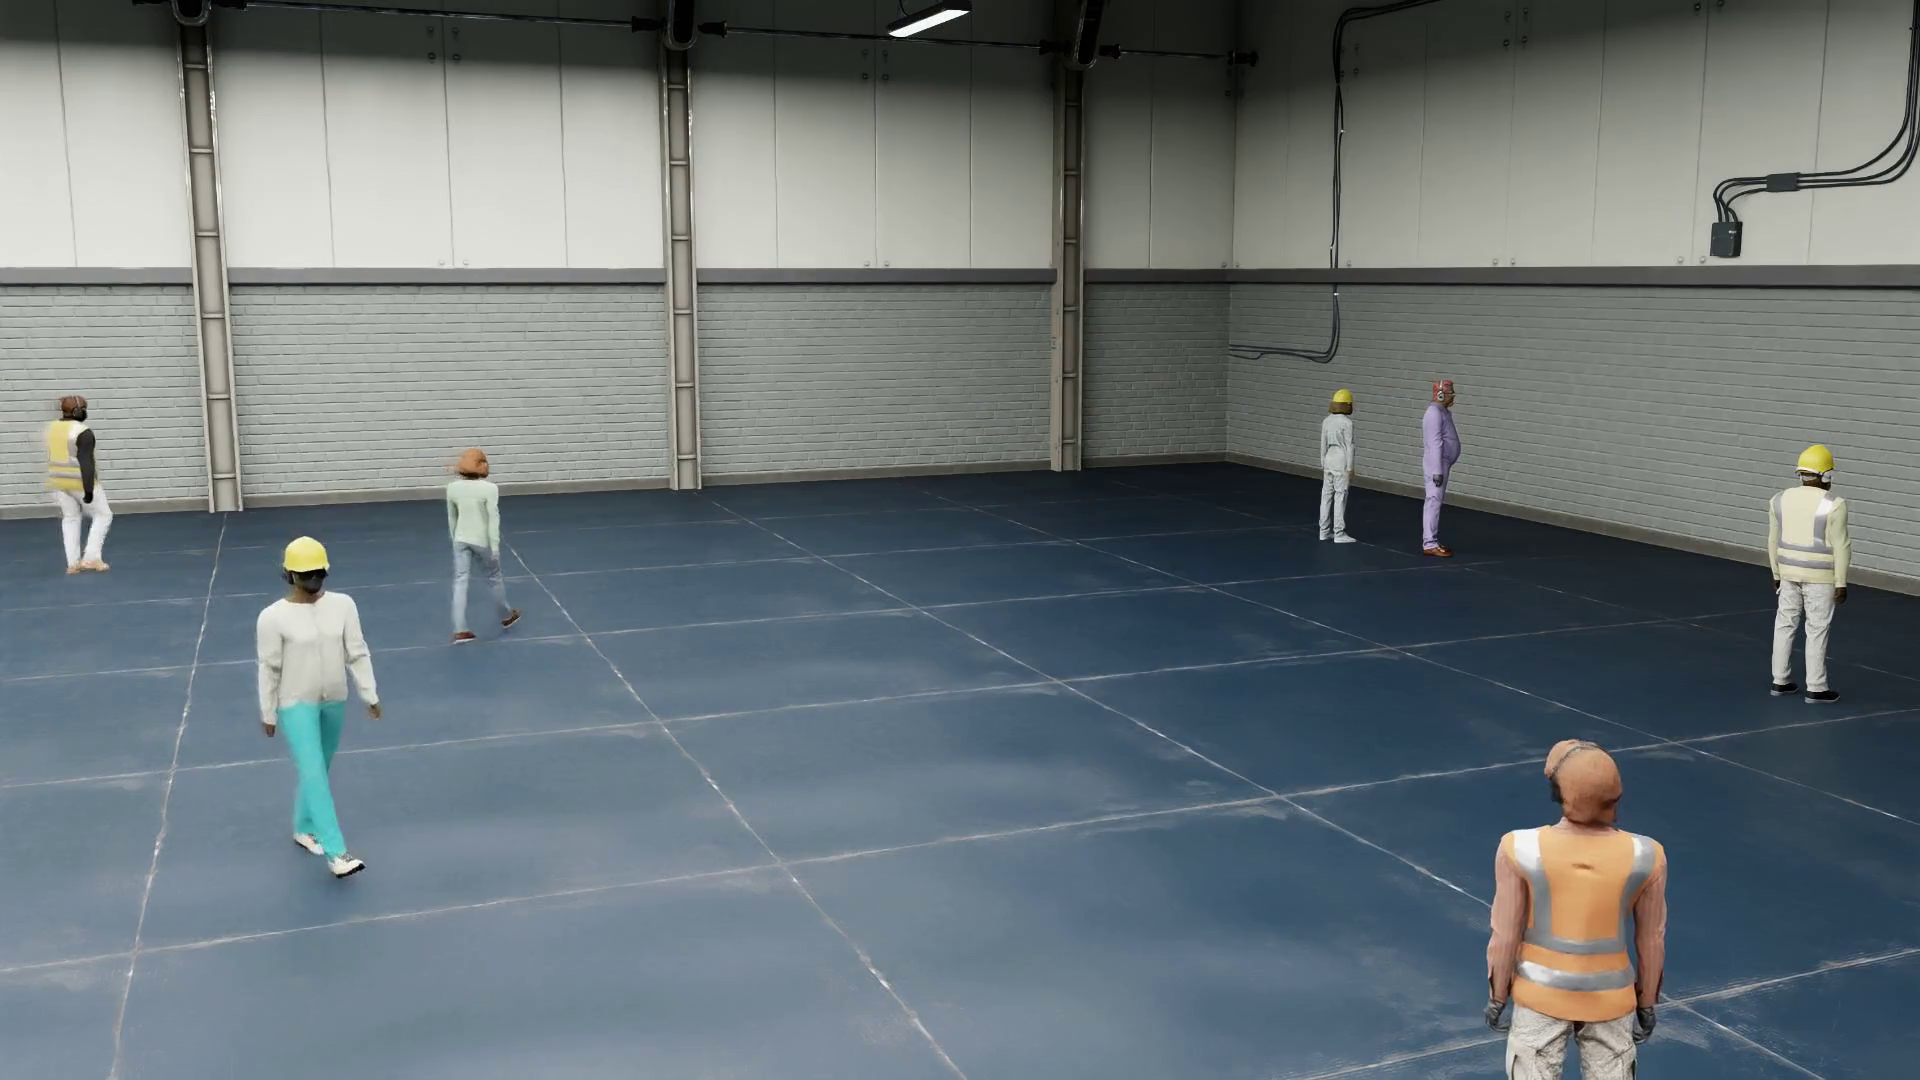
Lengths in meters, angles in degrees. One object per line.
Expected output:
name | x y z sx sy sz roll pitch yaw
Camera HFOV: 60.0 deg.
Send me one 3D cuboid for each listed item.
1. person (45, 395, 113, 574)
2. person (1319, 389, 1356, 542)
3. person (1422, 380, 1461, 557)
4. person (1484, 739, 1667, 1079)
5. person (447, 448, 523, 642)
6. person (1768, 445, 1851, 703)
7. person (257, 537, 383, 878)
person | -8.944 -0.558 16.901 0.634 1.829 0.484 4 10 23
person | 4.326 -0.846 18.963 0.325 1.740 0.492 -5 10 -29
person | 5.207 -0.780 18.035 0.409 1.908 0.640 3 9 17
person | 1.867 1.418 5.075 0.524 1.637 0.306 1 9 7
person | -4.025 0.022 13.949 0.523 1.584 0.856 2 9 15
person | 6.056 0.240 11.847 0.404 1.837 0.590 -5 10 -30
person | -3.245 0.838 8.466 0.903 1.721 0.527 7 11 38
